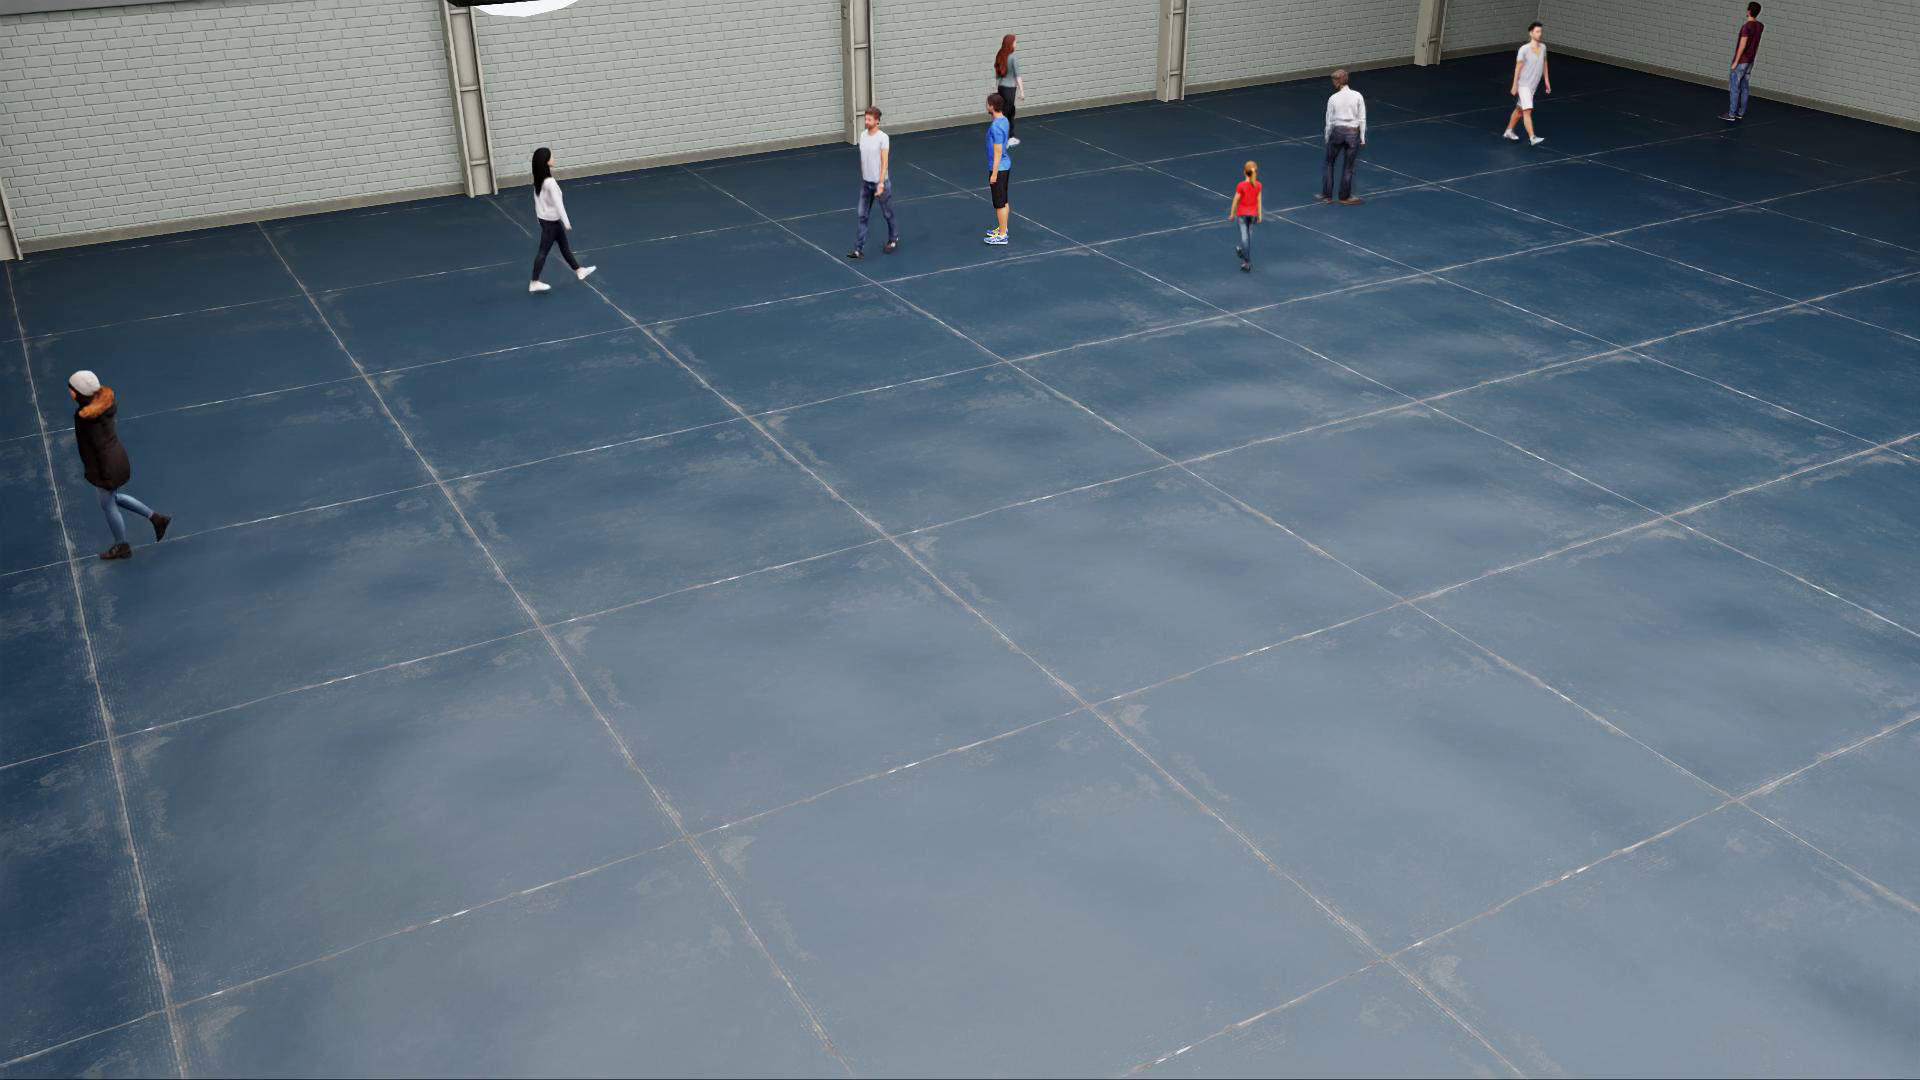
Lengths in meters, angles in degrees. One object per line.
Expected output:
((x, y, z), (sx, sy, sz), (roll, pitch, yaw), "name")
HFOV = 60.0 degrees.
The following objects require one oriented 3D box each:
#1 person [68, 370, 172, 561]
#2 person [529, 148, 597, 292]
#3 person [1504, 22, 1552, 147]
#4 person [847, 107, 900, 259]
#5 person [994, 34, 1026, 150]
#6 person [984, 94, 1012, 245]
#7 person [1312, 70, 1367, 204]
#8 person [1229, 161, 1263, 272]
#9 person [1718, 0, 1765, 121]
((-6.782, -0.610, 13.372), (0.871, 1.623, 0.737), (-8, 28, -15), "person")
((-4.838, -3.667, 19.279), (1.120, 1.649, 0.696), (-18, 32, -31), "person")
((8.684, -7.015, 25.612), (1.095, 1.805, 0.737), (-14, 31, -26), "person")
((-0.976, -4.399, 20.521), (1.014, 1.814, 1.279), (16, 31, 28), "person")
((0.649, -6.747, 25.179), (0.782, 1.724, 0.647), (-19, 33, -33), "person")
((0.497, -4.698, 21.044), (0.749, 1.866, 0.702), (5, 28, 9), "person")
((5.274, -5.487, 22.663), (0.844, 1.788, 0.890), (16, 31, 28), "person")
((3.495, -3.899, 20.129), (0.871, 1.284, 0.747), (-5, 28, -9), "person")
((12.774, -7.810, 27.104), (0.475, 1.851, 0.725), (-16, 32, -29), "person")
